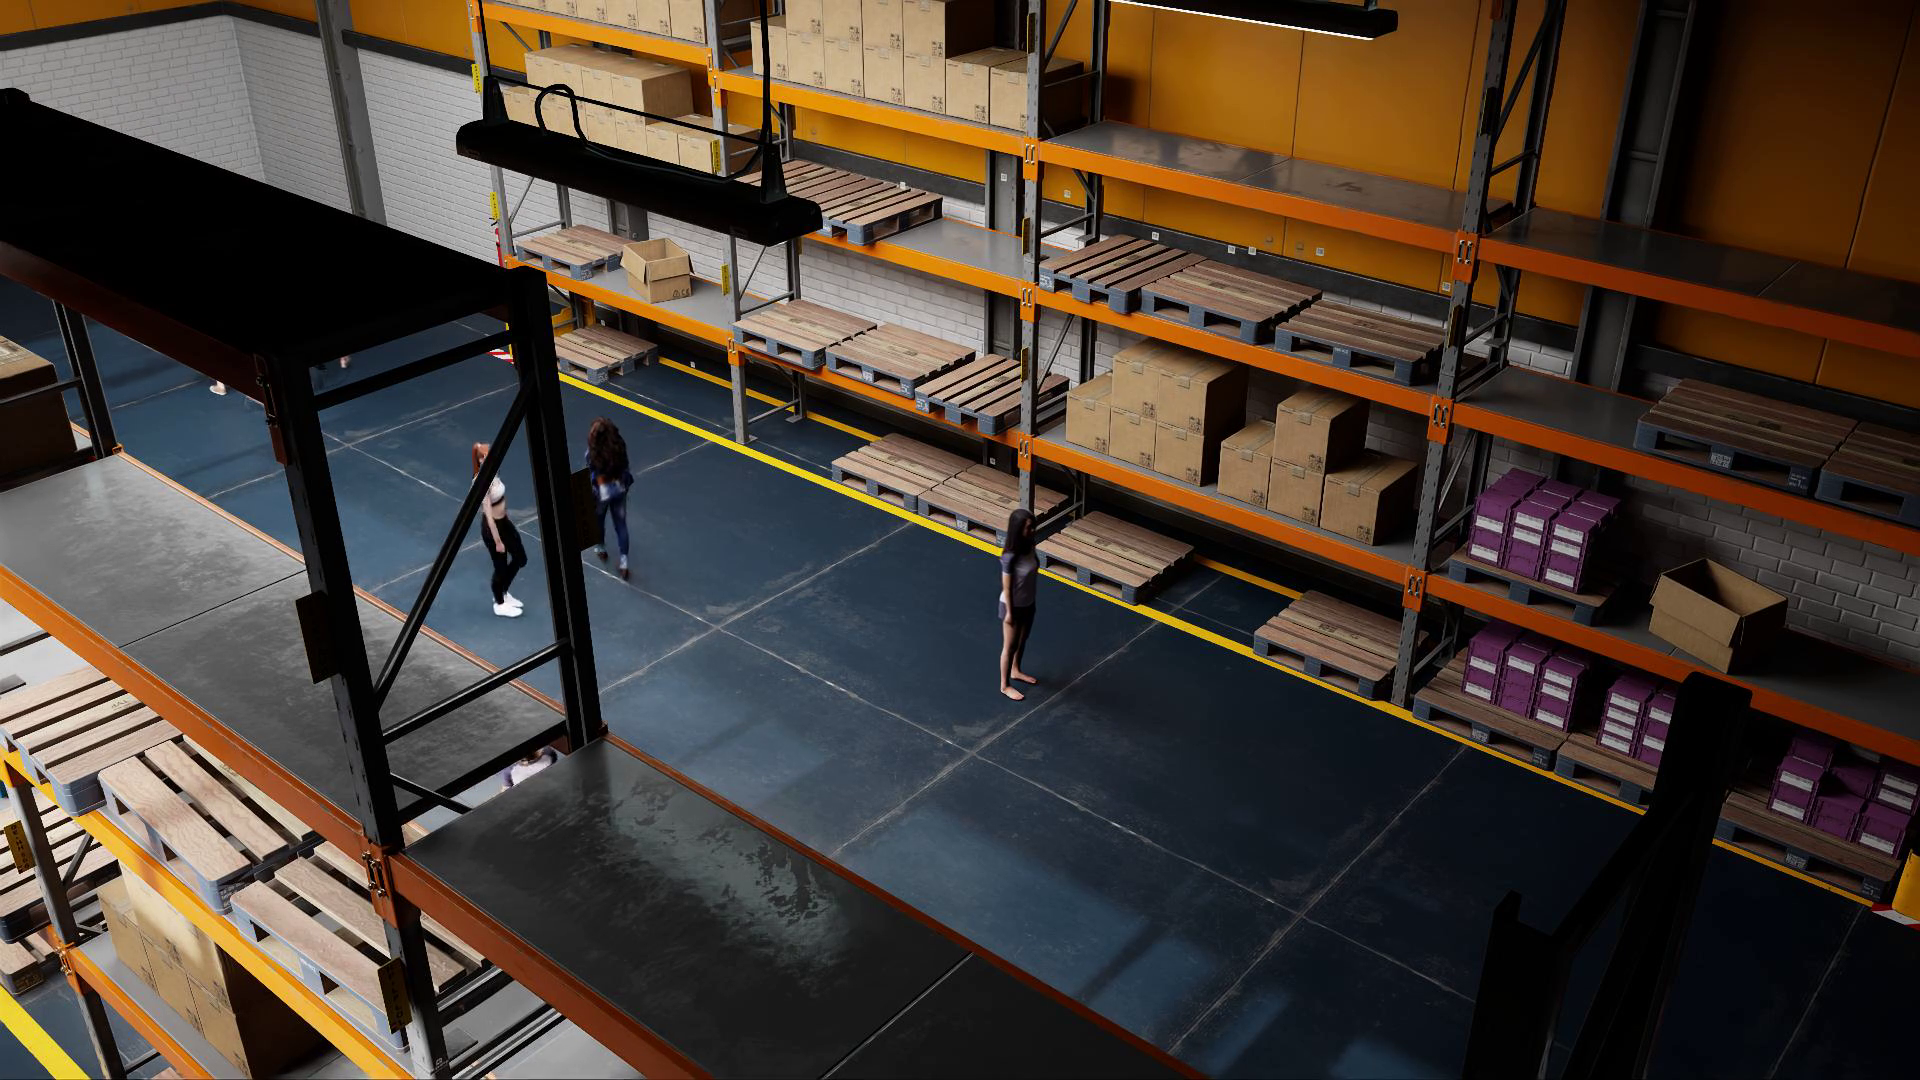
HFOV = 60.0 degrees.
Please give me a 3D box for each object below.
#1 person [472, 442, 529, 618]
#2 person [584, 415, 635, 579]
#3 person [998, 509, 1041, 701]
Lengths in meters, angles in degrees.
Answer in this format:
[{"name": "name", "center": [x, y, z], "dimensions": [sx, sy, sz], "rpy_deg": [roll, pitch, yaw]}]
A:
[{"name": "person", "center": [-4.226, -0.080, 14.876], "dimensions": [0.742, 1.732, 0.709], "rpy_deg": [3, 29, 6]}, {"name": "person", "center": [-3.261, -0.385, 15.582], "dimensions": [0.817, 1.592, 0.960], "rpy_deg": [-15, 32, -25]}, {"name": "person", "center": [0.497, 0.501, 13.838], "dimensions": [0.567, 1.706, 0.627], "rpy_deg": [15, 32, 25]}]
